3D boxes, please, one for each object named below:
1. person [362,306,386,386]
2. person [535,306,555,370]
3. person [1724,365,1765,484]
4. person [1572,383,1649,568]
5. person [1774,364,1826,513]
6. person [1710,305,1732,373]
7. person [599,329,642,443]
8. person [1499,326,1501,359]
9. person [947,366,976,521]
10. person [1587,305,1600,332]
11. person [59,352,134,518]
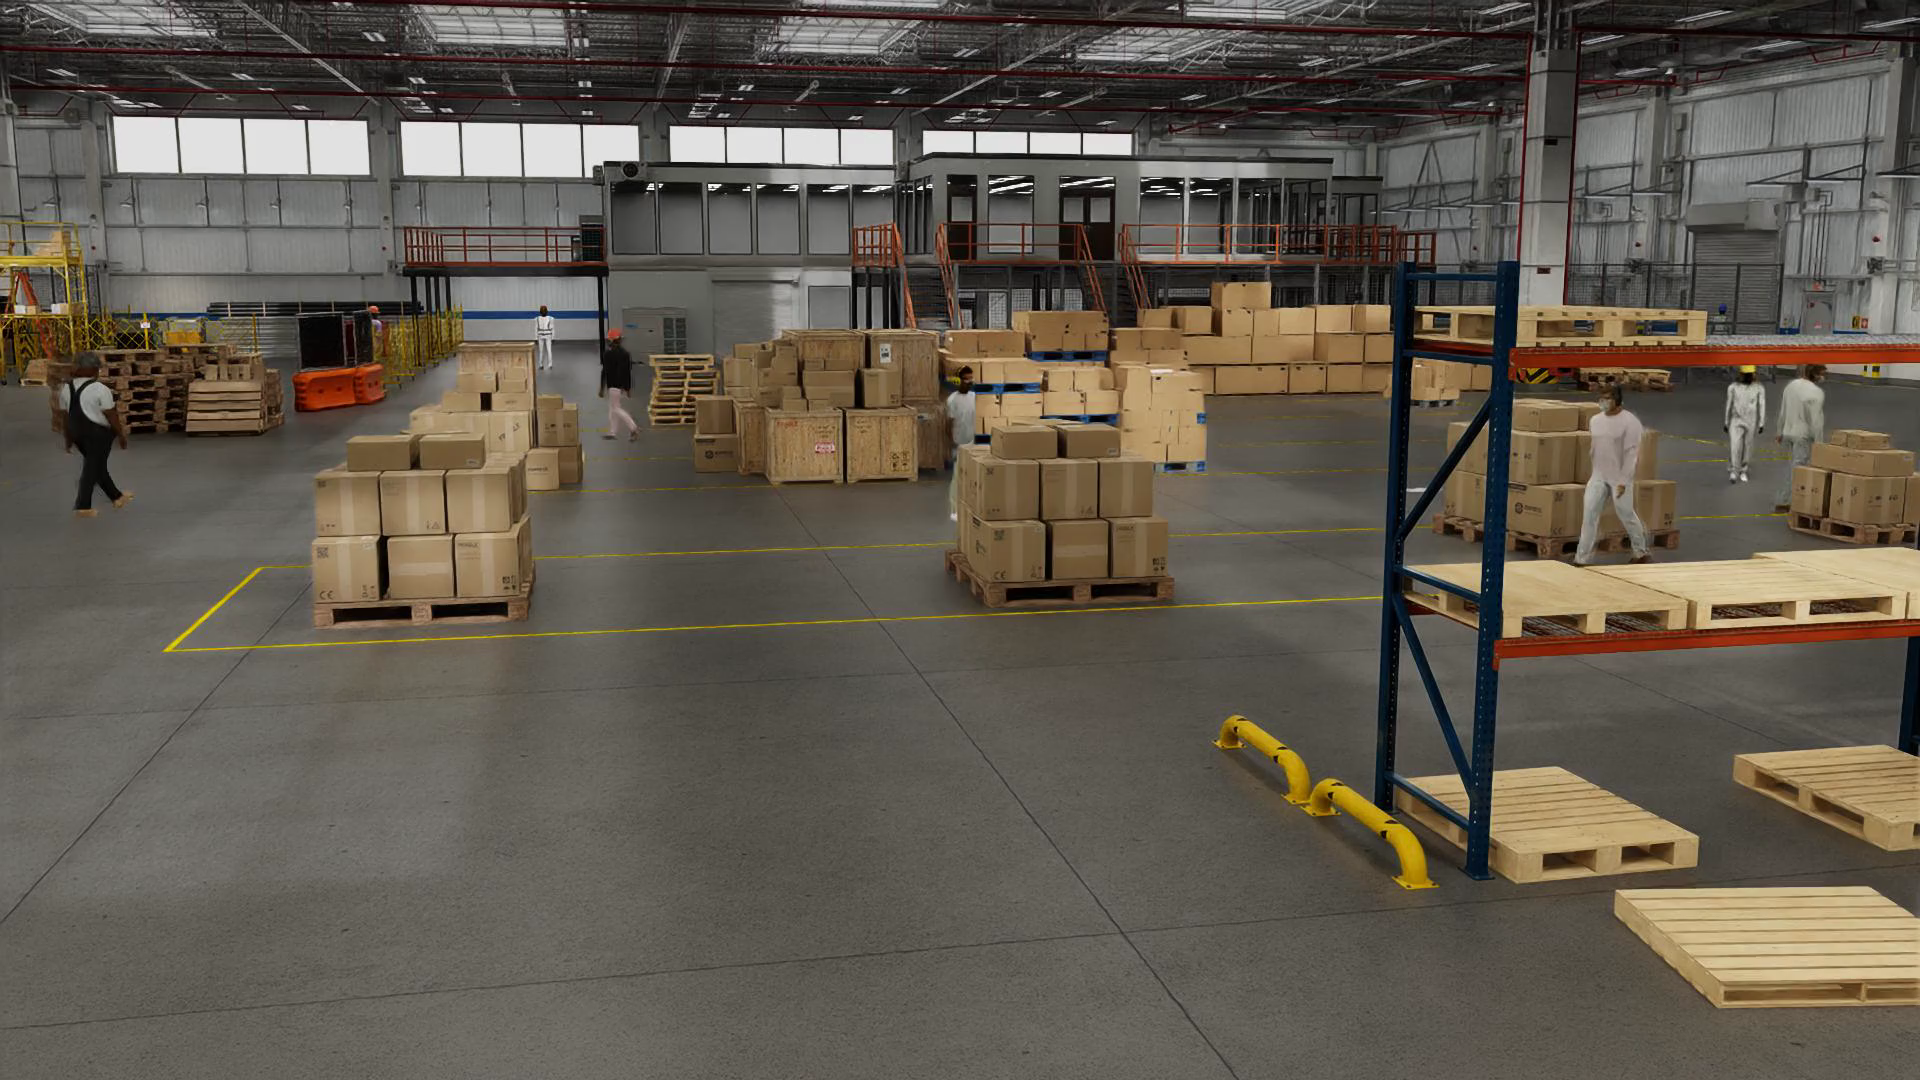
[{"bbox_3d":[-14.781,-4.890,42.004,0.605,2.034,0.397,5,10,26],"label":"person"},{"bbox_3d":[-12.153,-5.908,48.674,0.585,1.879,0.344,0,9,2],"label":"person"},{"bbox_3d":[10.909,-1.624,23.137,0.503,1.691,0.928,4,10,23],"label":"person"},{"bbox_3d":[6.433,-0.603,16.347,1.013,1.892,0.633,-6,11,-30],"label":"person"},{"bbox_3d":[10.360,-1.253,20.258,0.794,1.893,0.675,-1,9,-9],"label":"person"},{"bbox_3d":[21.586,-5.699,47.197,0.601,1.948,0.386,8,12,40],"label":"person"},{"bbox_3d":[-5.848,-2.651,28.598,0.922,1.963,0.615,4,10,24],"label":"person"},{"bbox_3d":[17.498,-6.612,53.154,0.631,1.823,0.694,6,11,33],"label":"person"},{"bbox_3d":[0.076,-1.118,19.547,0.551,1.851,0.569,8,12,42],"label":"person"},{"bbox_3d":[18.048,-5.686,47.145,0.543,1.939,0.360,1,9,5],"label":"person"},{"bbox_3d":[-10.490,-1.322,20.236,0.692,2.000,1.056,4,10,22],"label":"person"}]
